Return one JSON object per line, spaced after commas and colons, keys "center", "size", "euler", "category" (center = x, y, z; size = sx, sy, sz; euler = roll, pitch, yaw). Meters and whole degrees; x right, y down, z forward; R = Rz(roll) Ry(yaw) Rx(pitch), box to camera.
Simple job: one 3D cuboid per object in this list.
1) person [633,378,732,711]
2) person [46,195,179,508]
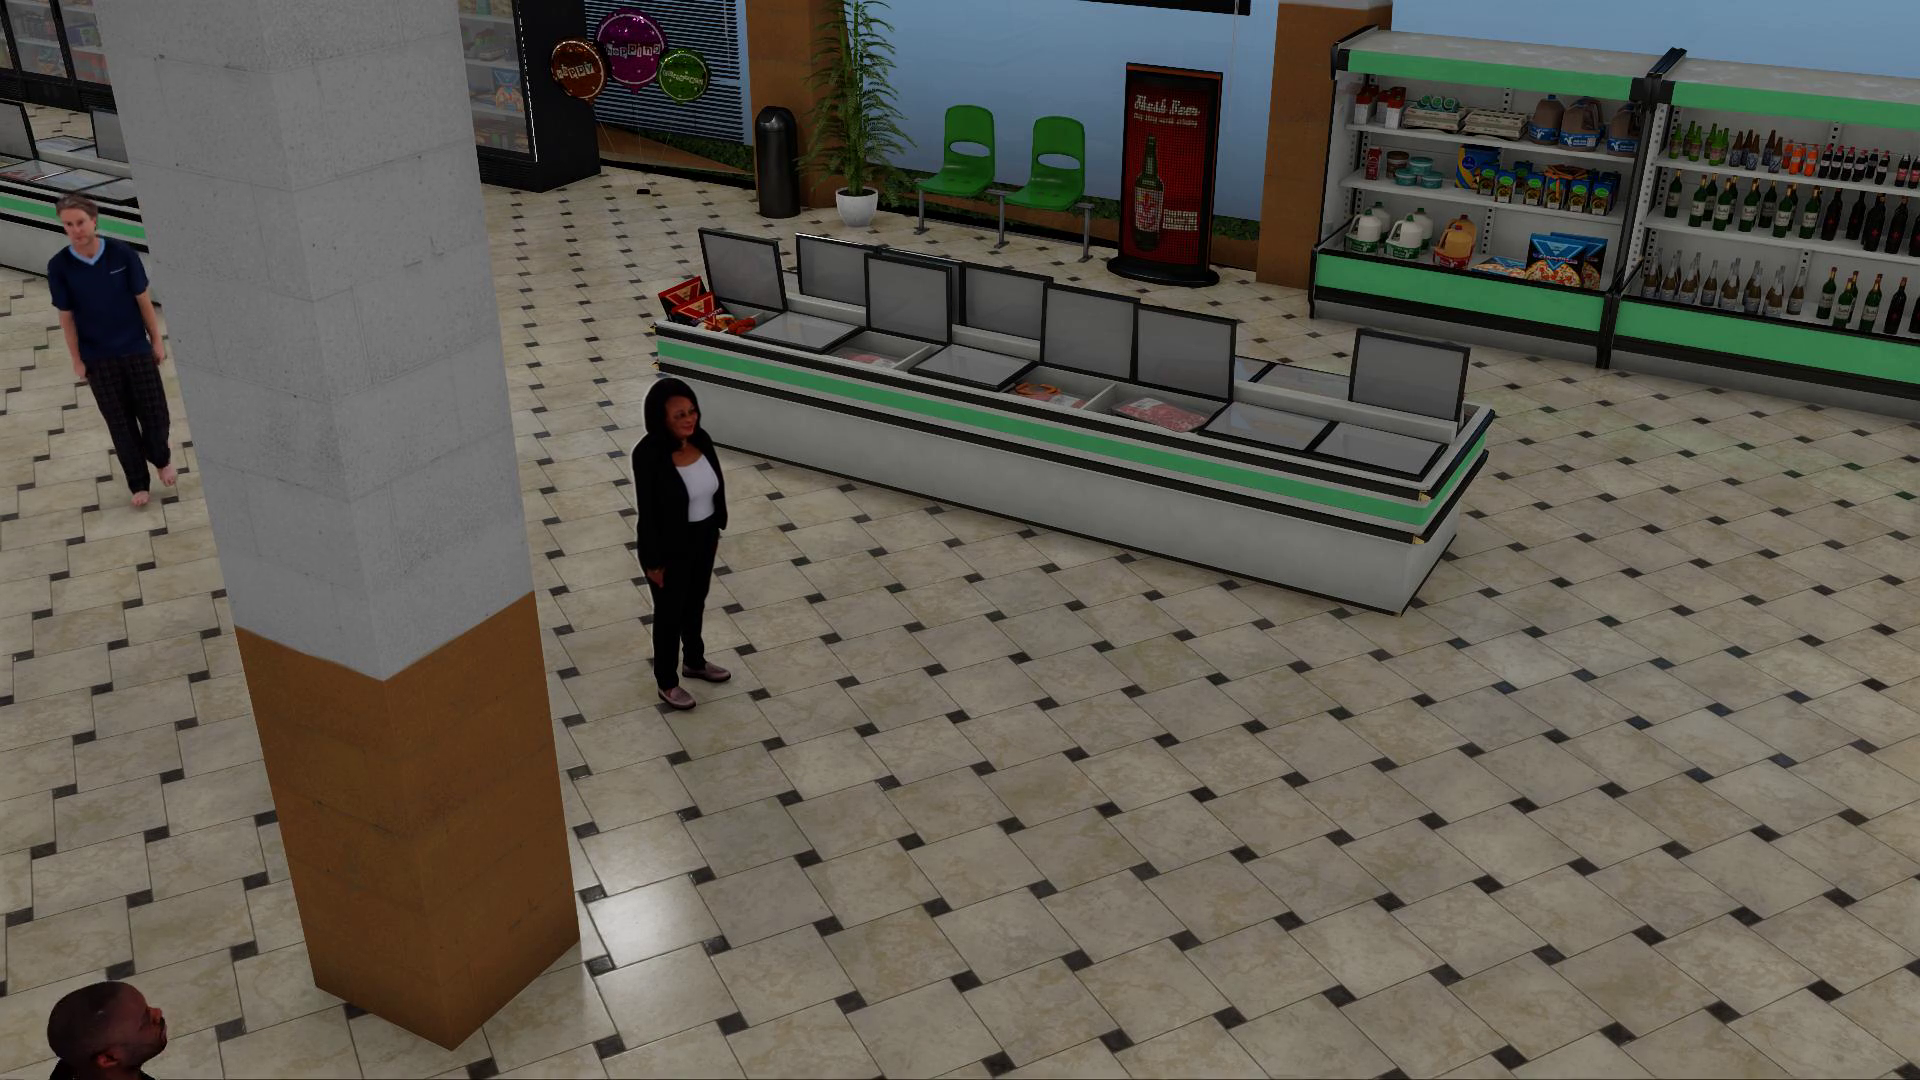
{"center": [-1.316, 0.002, 7.770], "size": [0.608, 1.616, 0.650], "euler": [14, 30, 25], "category": "person"}
{"center": [-4.923, -1.104, 9.692], "size": [0.824, 1.852, 0.871], "euler": [-13, 30, -24], "category": "person"}
